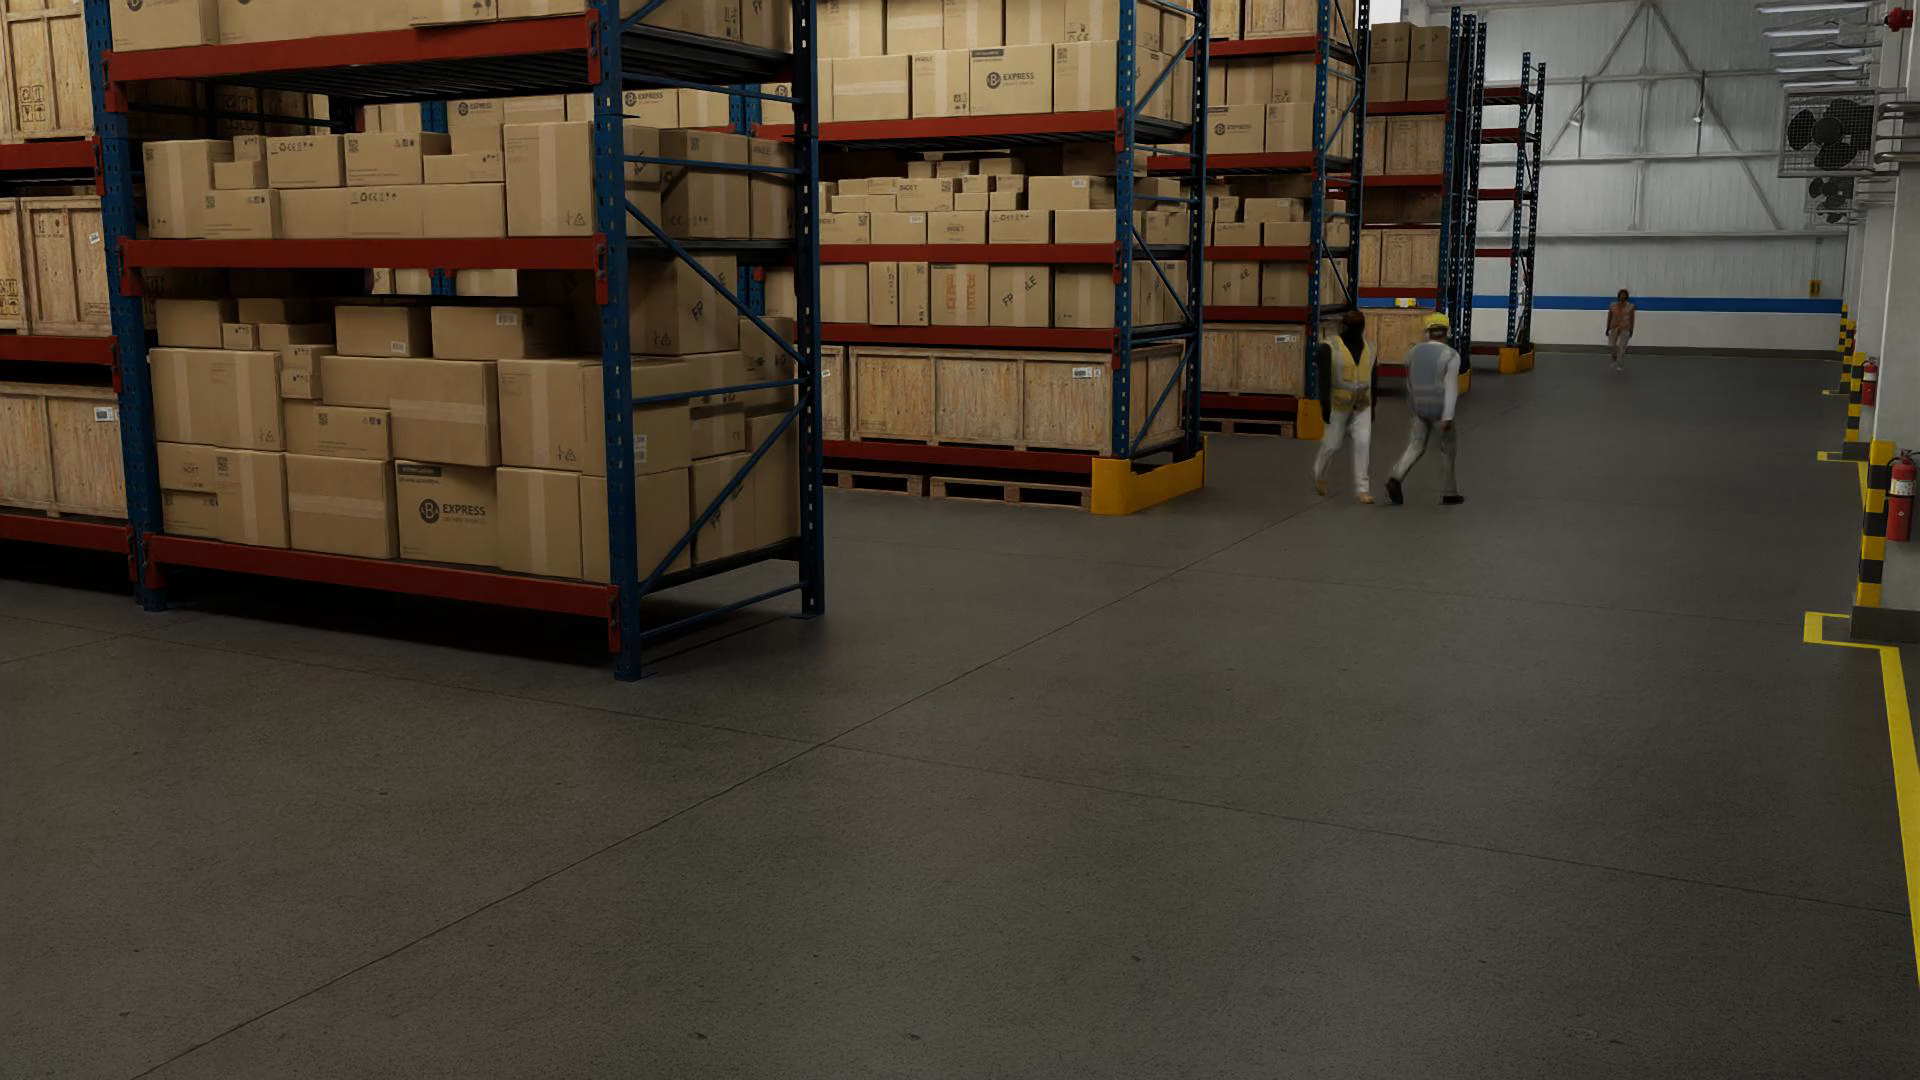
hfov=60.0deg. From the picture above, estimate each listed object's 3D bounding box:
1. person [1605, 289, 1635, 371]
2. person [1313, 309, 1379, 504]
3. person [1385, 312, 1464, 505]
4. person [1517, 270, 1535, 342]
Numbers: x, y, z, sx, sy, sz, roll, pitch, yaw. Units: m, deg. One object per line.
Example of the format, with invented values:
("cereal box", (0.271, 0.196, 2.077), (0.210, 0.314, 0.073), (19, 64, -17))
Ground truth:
("person", (13.037, -4.145, 32.852), (0.548, 1.621, 0.368), (6, 12, 32))
("person", (3.632, -1.267, 15.672), (0.666, 1.816, 0.717), (-3, 10, -14))
("person", (4.311, -1.200, 15.333), (0.758, 1.797, 0.601), (-8, 13, -39))
("person", (12.620, -5.026, 37.055), (0.349, 1.940, 0.551), (0, 10, 0))
